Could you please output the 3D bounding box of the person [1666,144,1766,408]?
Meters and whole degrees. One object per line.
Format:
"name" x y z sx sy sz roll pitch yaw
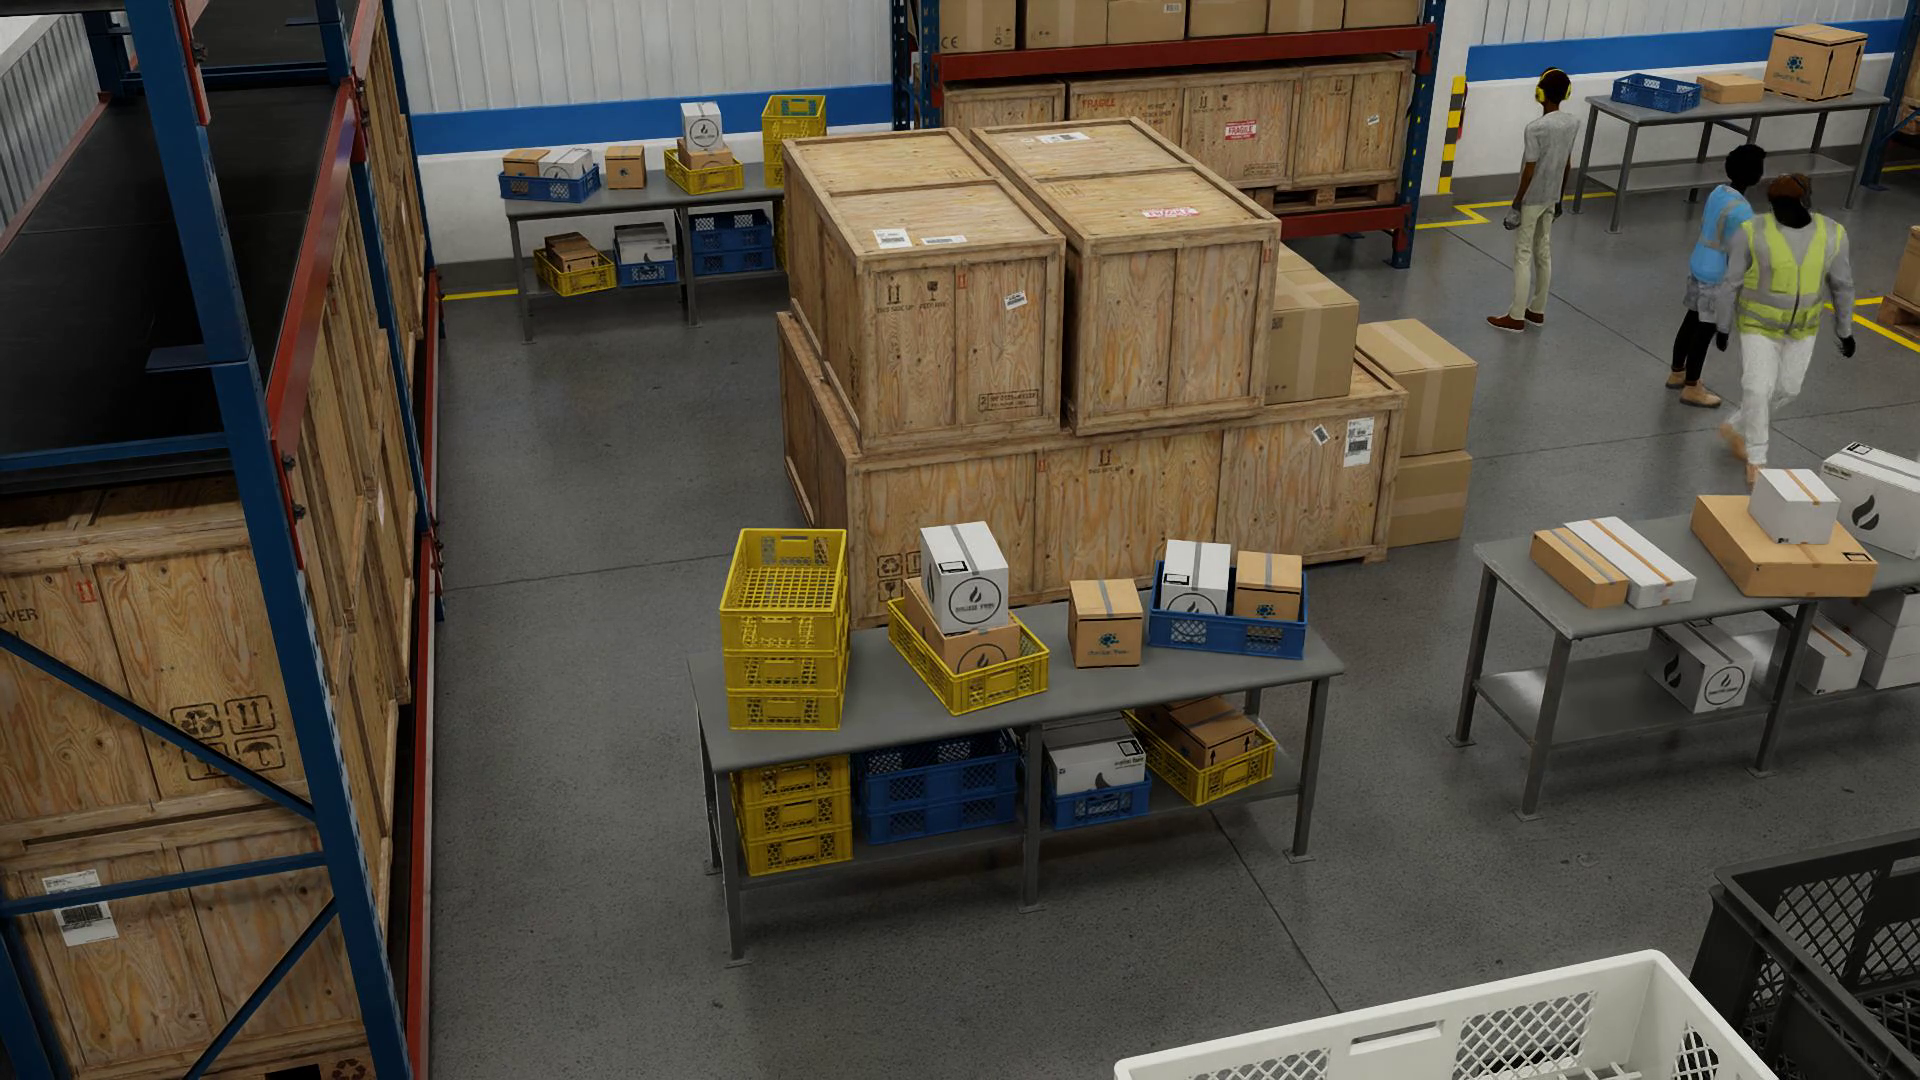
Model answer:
"person" 4.879 -1.714 10.729 0.322 1.696 0.529 2 29 4

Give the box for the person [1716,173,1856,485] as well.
"person" 4.837 -1.228 9.752 0.722 1.795 0.624 1 29 2

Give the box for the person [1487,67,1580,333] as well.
"person" 4.086 -2.398 11.800 0.532 1.865 0.310 -17 33 -28
